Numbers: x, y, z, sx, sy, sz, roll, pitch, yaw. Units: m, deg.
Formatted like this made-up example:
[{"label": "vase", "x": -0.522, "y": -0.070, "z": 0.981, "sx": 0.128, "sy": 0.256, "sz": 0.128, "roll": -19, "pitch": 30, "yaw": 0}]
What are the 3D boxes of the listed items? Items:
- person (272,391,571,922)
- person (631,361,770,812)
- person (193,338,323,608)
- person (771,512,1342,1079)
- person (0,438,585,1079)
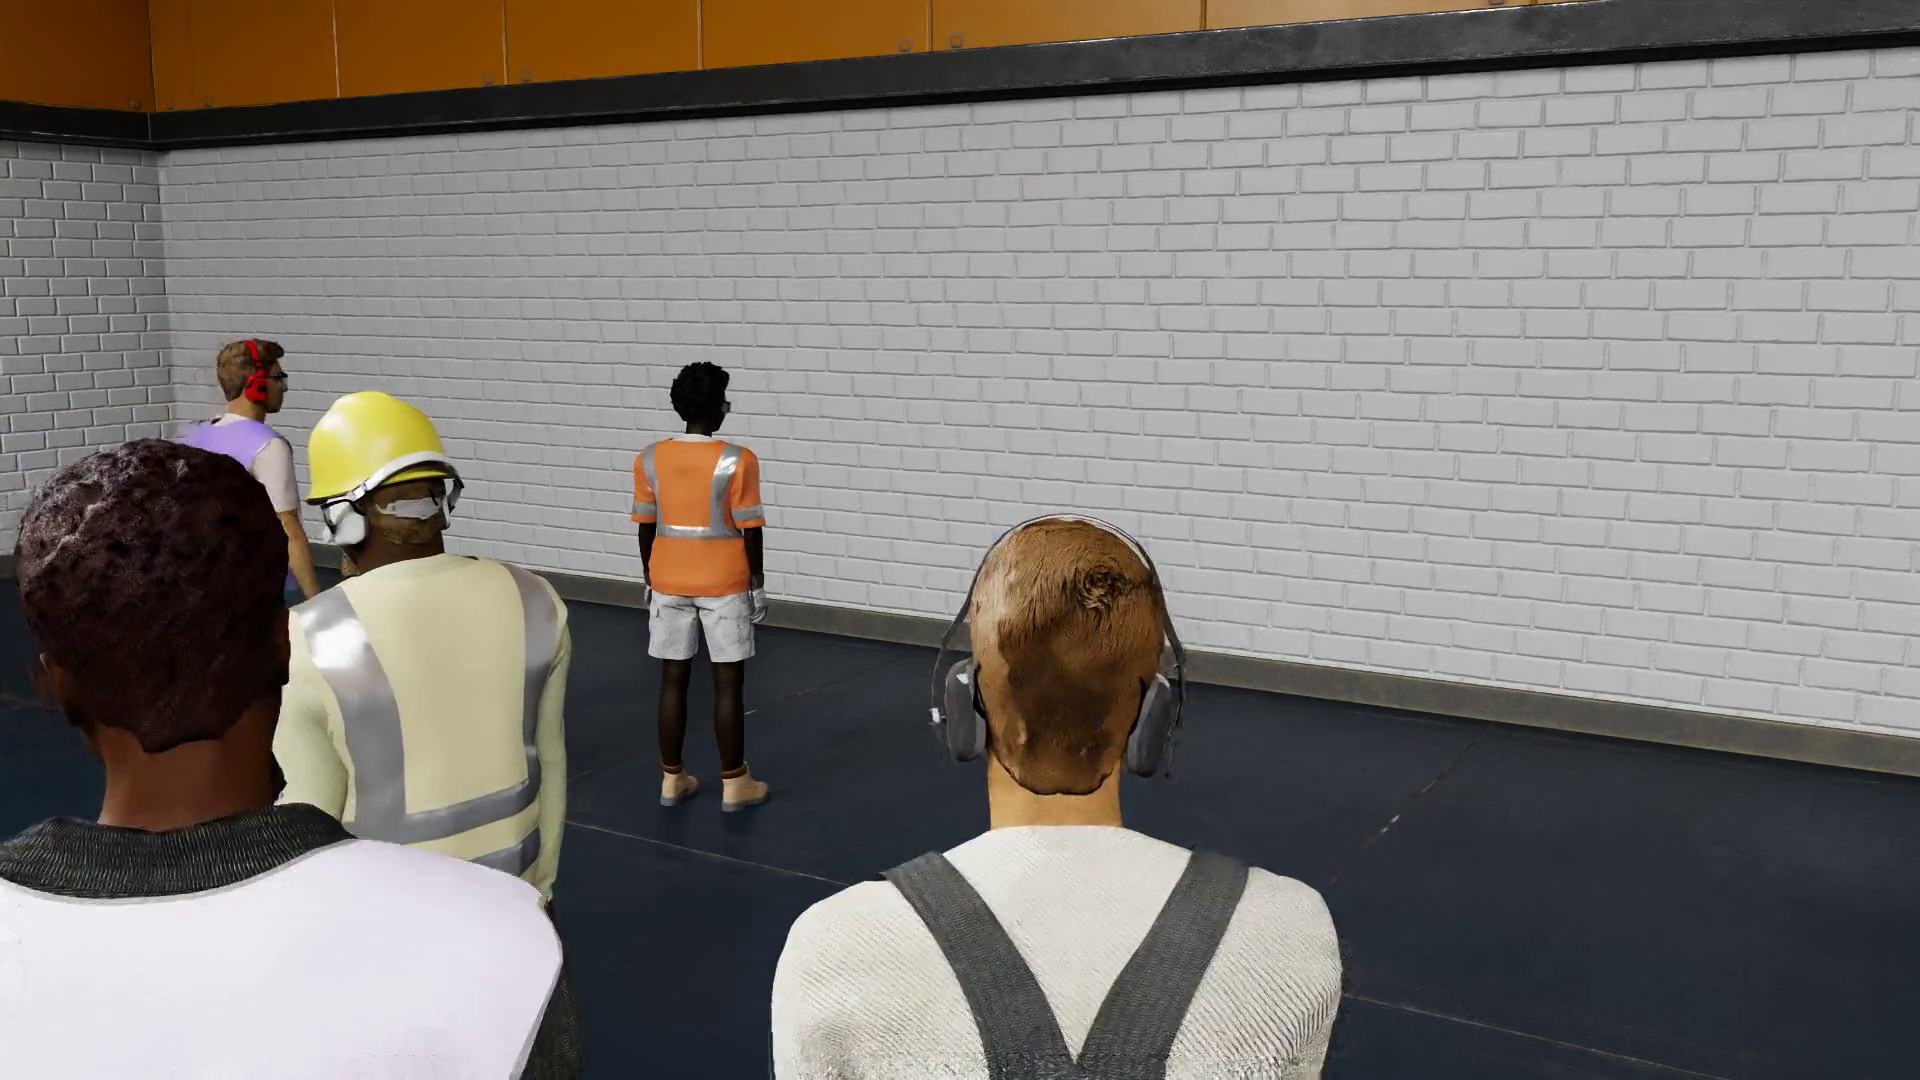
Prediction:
[{"label": "person", "x": -0.958, "y": 0.652, "z": 2.934, "sx": 0.403, "sy": 1.823, "sz": 0.587, "roll": 7, "pitch": 11, "yaw": 37}, {"label": "person", "x": -0.970, "y": 0.176, "z": 6.288, "sx": 0.540, "sy": 1.697, "sz": 0.317, "roll": 3, "pitch": 10, "yaw": 19}, {"label": "person", "x": -2.532, "y": 0.194, "z": 5.870, "sx": 0.950, "sy": 1.806, "sz": 0.577, "roll": -8, "pitch": 12, "yaw": -41}, {"label": "person", "x": 0.072, "y": 0.869, "z": 1.624, "sx": 0.517, "sy": 1.800, "sz": 0.921, "roll": 0, "pitch": 9, "yaw": -2}, {"label": "person", "x": -0.577, "y": 0.867, "z": 1.359, "sx": 0.608, "sy": 1.894, "sz": 0.461, "roll": -2, "pitch": 9, "yaw": -12}]
